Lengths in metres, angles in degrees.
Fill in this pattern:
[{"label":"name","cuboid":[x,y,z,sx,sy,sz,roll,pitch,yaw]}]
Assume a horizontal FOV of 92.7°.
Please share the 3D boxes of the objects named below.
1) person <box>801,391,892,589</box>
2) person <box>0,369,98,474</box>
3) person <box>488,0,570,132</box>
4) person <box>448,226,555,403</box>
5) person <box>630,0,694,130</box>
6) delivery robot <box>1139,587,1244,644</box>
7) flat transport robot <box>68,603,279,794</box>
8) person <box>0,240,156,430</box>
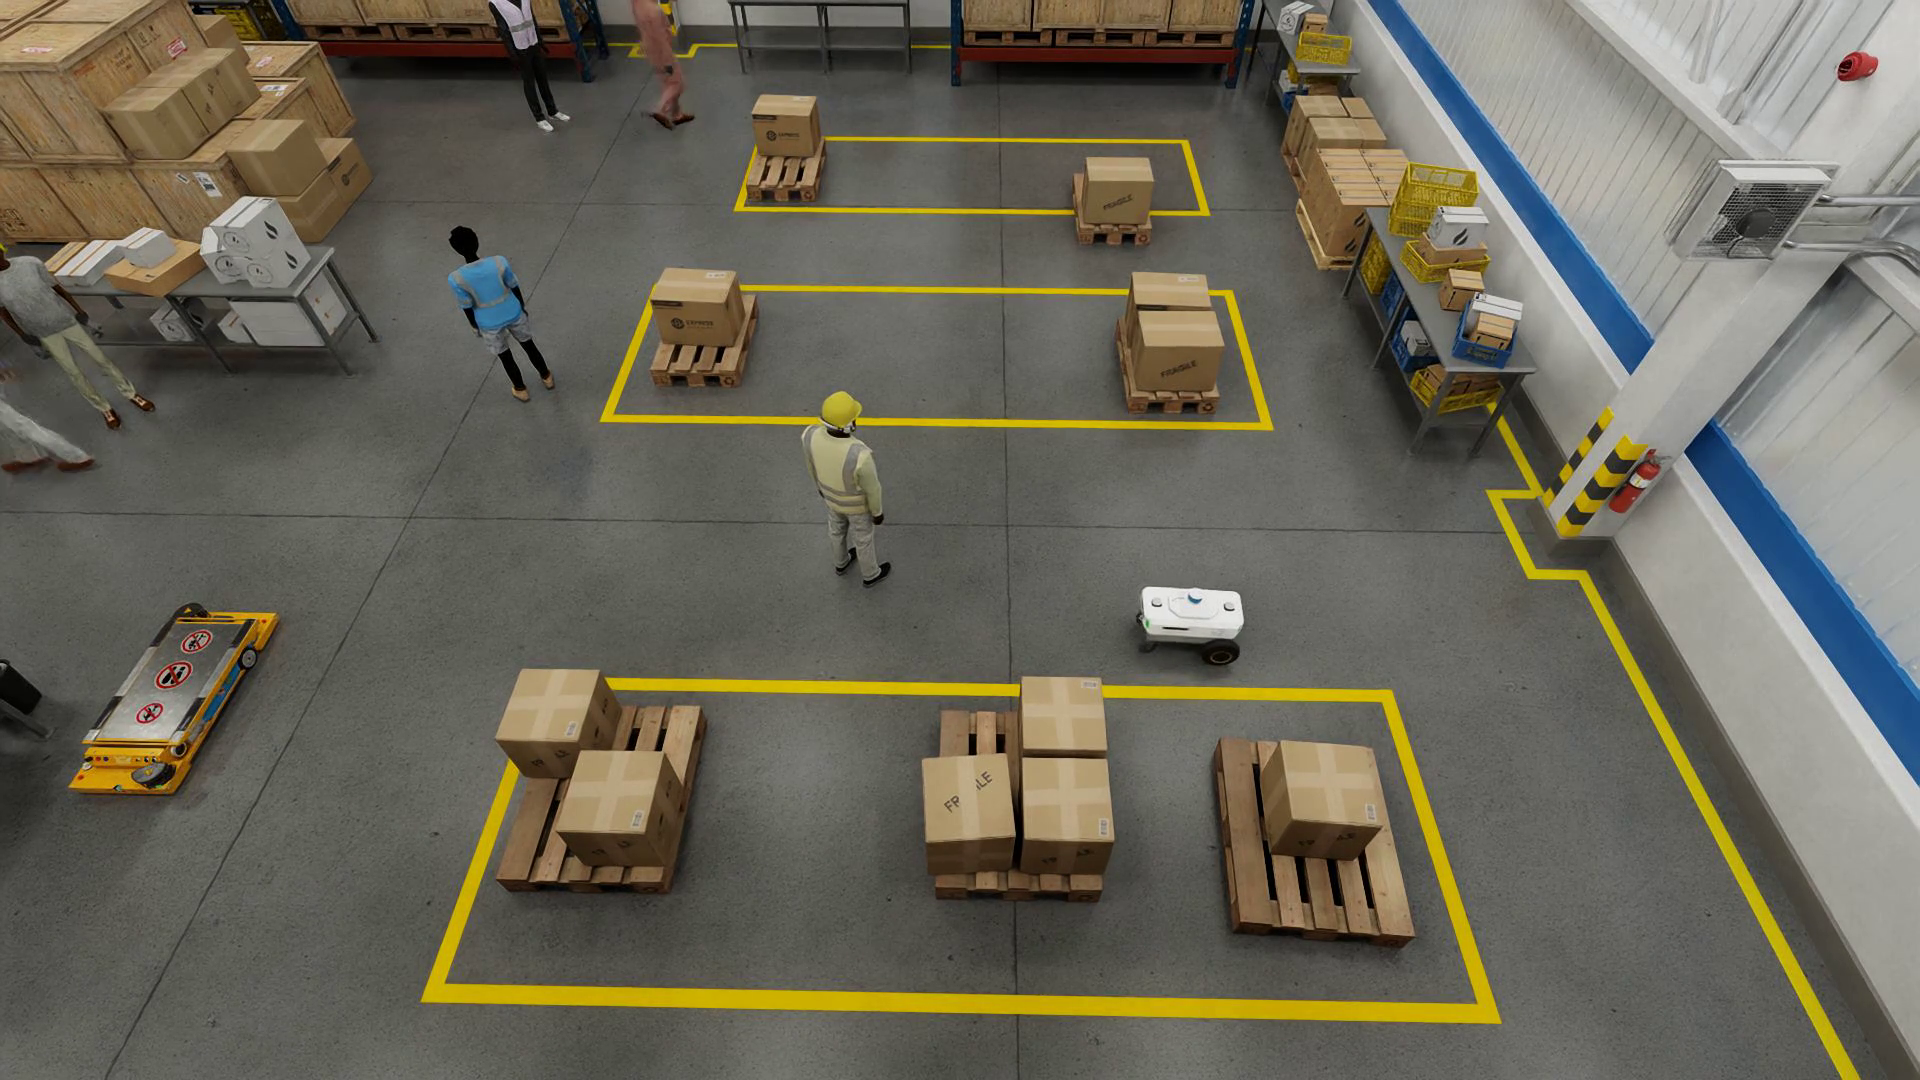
[{"label":"person","cuboid":[-0.793,-0.339,6.620,0.600,1.832,0.404,26,54,20]},{"label":"person","cuboid":[-7.947,-1.161,7.275,0.819,1.892,0.661,-10,51,-9]},{"label":"person","cuboid":[-5.454,-6.187,11.515,0.392,1.917,0.591,19,52,16]},{"label":"person","cuboid":[-4.064,-1.968,8.085,0.539,1.695,0.318,-35,58,-26]},{"label":"person","cuboid":[-3.757,-6.120,11.476,0.515,1.881,0.668,-31,56,-24]},{"label":"delivery robot","cuboid":[1.669,0.531,6.655,0.707,0.478,0.477,3,50,3]},{"label":"flat transport robot","cuboid":[-5.504,1.072,6.442,0.652,0.197,1.431,1,50,1]},{"label":"person","cuboid":[-7.697,-1.793,7.833,0.335,1.862,0.520,32,57,24]}]
